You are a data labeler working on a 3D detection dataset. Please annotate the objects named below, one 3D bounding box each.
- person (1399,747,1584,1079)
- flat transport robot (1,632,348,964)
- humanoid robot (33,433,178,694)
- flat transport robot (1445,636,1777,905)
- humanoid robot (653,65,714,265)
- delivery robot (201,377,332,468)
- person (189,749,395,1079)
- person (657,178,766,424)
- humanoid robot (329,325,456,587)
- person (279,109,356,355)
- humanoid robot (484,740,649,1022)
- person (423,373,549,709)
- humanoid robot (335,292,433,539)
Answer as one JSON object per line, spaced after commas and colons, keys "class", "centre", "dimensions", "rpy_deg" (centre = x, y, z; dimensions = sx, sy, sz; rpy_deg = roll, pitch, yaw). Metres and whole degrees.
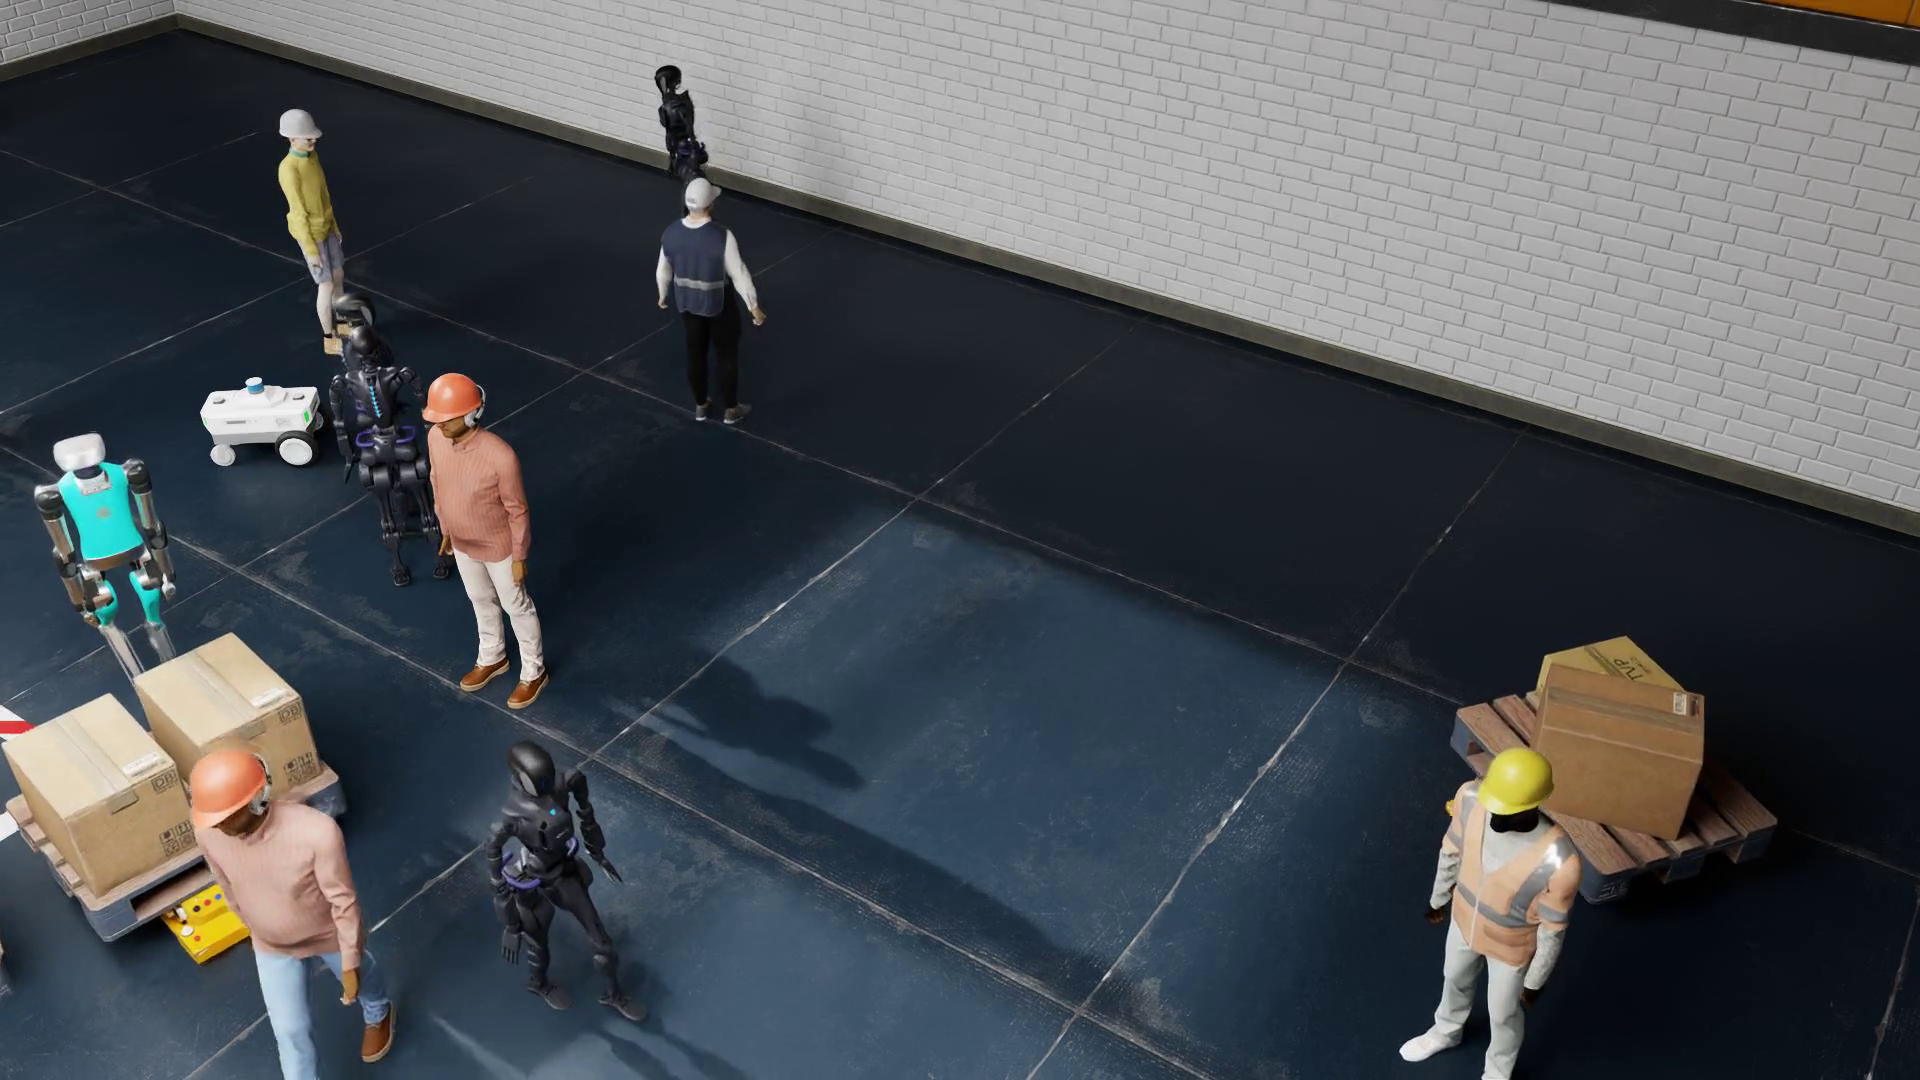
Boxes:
{"class": "person", "centre": [2.102, 1.553, 6.618], "dimensions": [0.419, 1.913, 0.598], "rpy_deg": [-20, 40, -26]}
{"class": "flat transport robot", "centre": [-3.772, 1.467, 8.168], "dimensions": [1.431, 0.231, 0.659], "rpy_deg": [29, 44, 35]}
{"class": "humanoid robot", "centre": [-4.434, 0.200, 8.762], "dimensions": [0.543, 1.867, 0.665], "rpy_deg": [-24, 41, -30]}
{"class": "flat transport robot", "centre": [3.241, 1.349, 8.335], "dimensions": [1.431, 0.231, 0.659], "rpy_deg": [-11, 37, -16]}
{"class": "humanoid robot", "centre": [-2.240, -3.024, 13.388], "dimensions": [0.776, 1.620, 0.616], "rpy_deg": [-18, 39, -24]}
{"class": "delivery robot", "centre": [-4.648, -0.801, 11.176], "dimensions": [0.811, 0.613, 0.499], "rpy_deg": [-3, 35, -5]}
{"class": "person", "centre": [-2.614, 1.581, 6.553], "dimensions": [0.605, 1.936, 0.998], "rpy_deg": [-1, 35, -1]}
{"class": "person", "centre": [-1.702, -1.602, 11.254], "dimensions": [0.777, 1.755, 0.450], "rpy_deg": [10, 36, 14]}
{"class": "humanoid robot", "centre": [-3.327, -0.489, 9.720], "dimensions": [0.599, 1.659, 0.315], "rpy_deg": [-7, 36, -10]}
{"class": "person", "centre": [-4.641, -2.209, 12.022], "dimensions": [0.412, 1.879, 0.488], "rpy_deg": [2, 35, 2]}
{"class": "humanoid robot", "centre": [-1.714, 1.442, 6.989], "dimensions": [0.584, 1.633, 0.601], "rpy_deg": [22, 41, 29]}
{"class": "person", "centre": [-2.510, 0.003, 8.757], "dimensions": [0.607, 1.995, 0.376], "rpy_deg": [18, 39, 23]}
{"class": "humanoid robot", "centre": [-3.477, -0.745, 10.090], "dimensions": [0.350, 1.650, 0.600], "rpy_deg": [-12, 37, -17]}
